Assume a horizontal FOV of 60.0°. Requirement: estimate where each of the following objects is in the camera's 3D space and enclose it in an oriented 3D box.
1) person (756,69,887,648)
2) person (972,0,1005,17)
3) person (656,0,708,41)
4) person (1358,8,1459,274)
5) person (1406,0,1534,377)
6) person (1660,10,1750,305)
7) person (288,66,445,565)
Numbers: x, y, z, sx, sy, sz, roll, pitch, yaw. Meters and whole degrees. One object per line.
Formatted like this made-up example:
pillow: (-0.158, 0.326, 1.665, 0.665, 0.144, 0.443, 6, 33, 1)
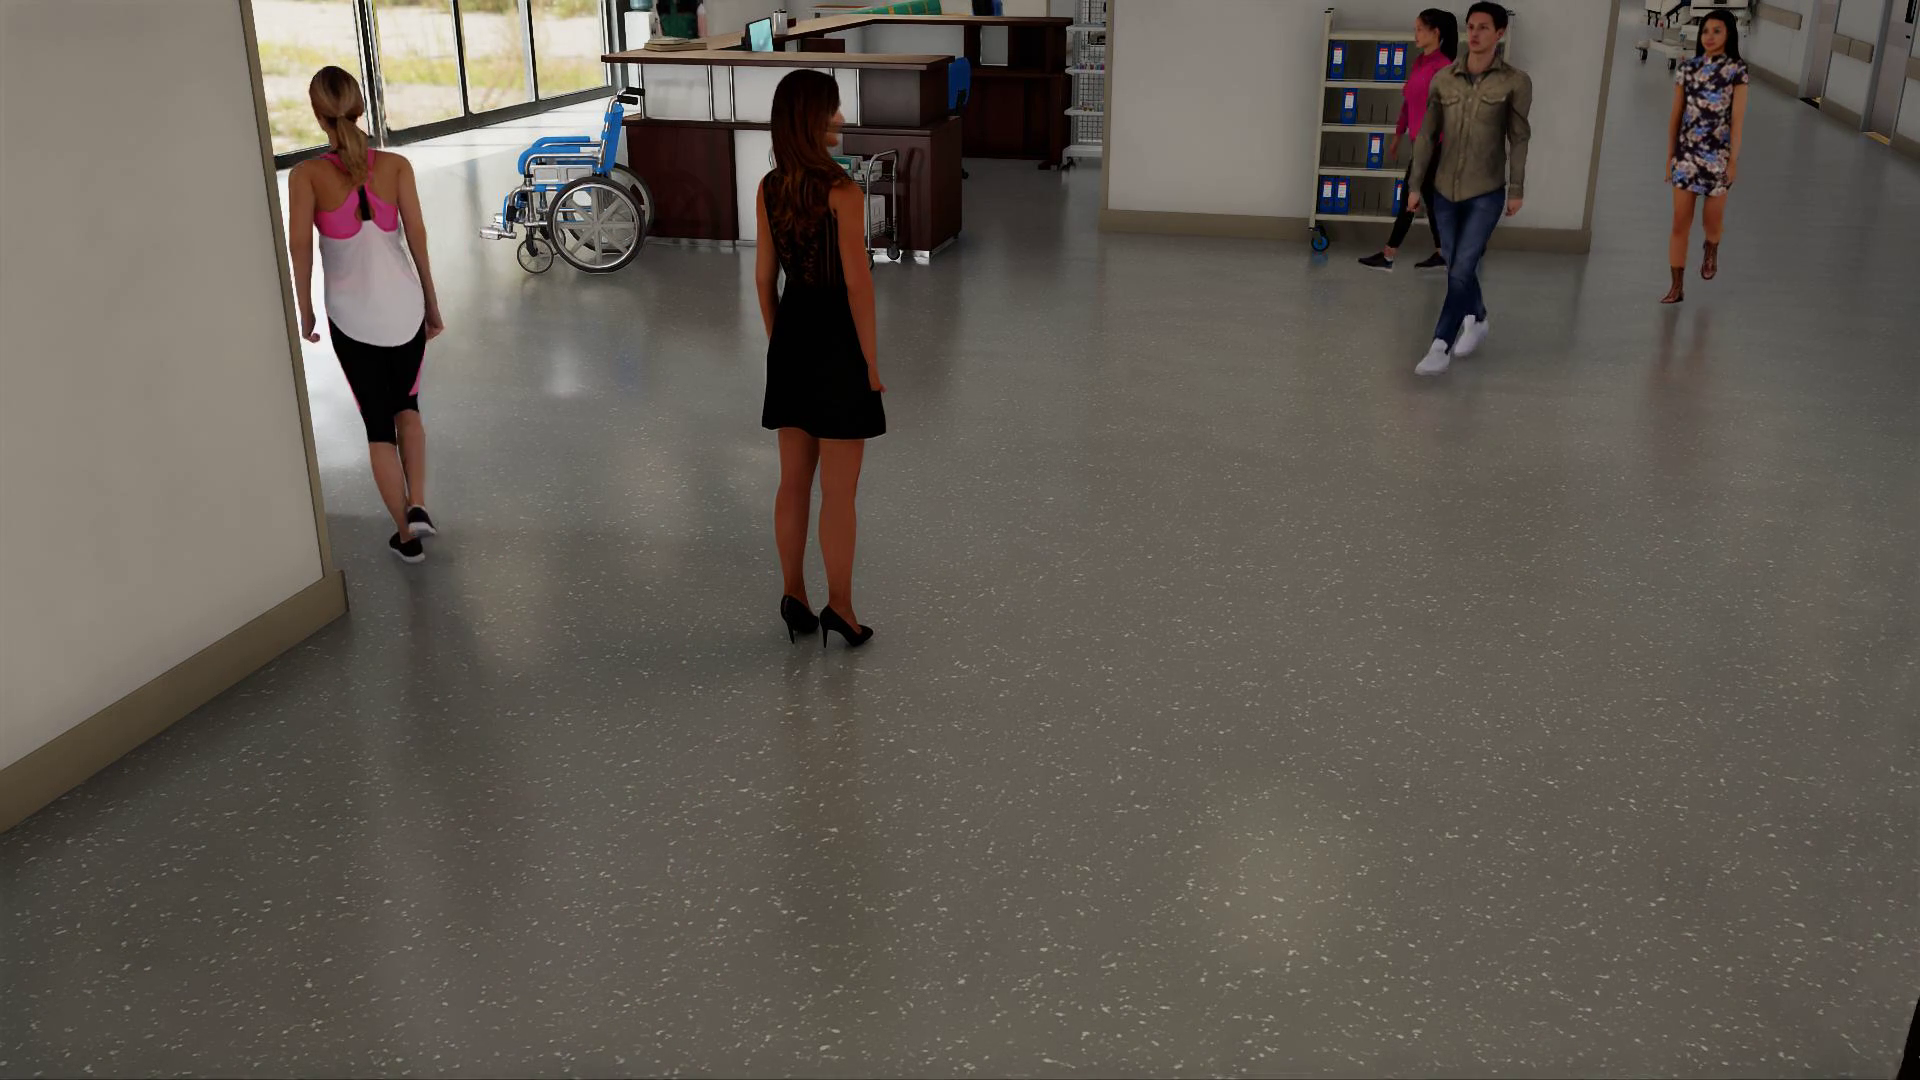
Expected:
person: (-0.451, -0.535, 5.252, 0.563, 1.835, 0.703, 13, 24, 30)
person: (0.301, -5.515, 18.572, 0.739, 1.712, 0.631, -18, 27, -39)
person: (-2.521, -4.383, 15.460, 1.035, 1.801, 0.736, 5, 21, 13)
person: (3.139, -2.578, 10.870, 1.045, 1.675, 0.853, -4, 21, -11)
person: (2.663, -1.796, 8.573, 1.218, 1.840, 1.083, 17, 26, 37)
person: (4.533, -2.302, 10.081, 0.941, 1.719, 0.859, 14, 25, 33)
person: (-2.043, -0.739, 5.875, 0.759, 1.775, 0.817, -11, 23, -27)
